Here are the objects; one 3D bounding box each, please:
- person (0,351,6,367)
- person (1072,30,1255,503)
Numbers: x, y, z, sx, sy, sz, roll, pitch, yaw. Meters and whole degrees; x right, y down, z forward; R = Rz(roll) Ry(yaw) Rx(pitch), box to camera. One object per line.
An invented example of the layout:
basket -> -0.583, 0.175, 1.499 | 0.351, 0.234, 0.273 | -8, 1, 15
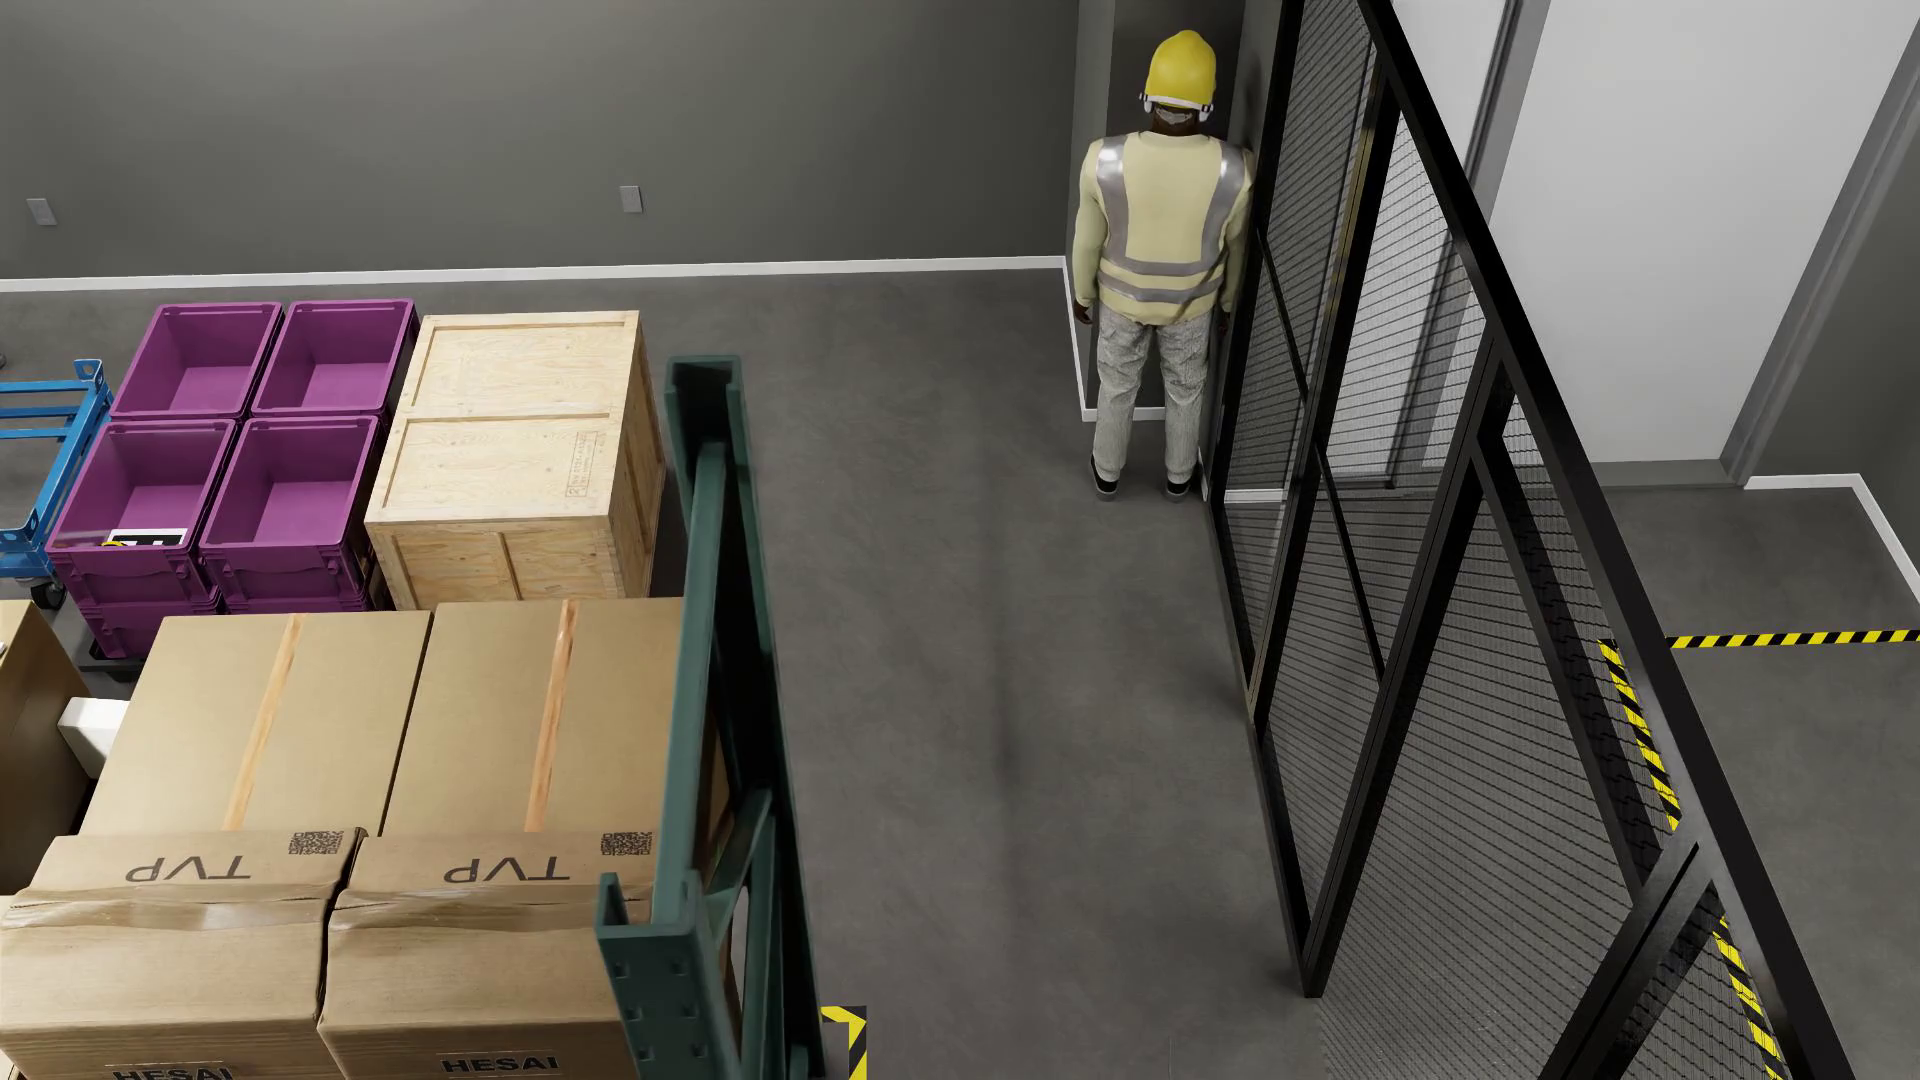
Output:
person -> -4.023, -1.273, 5.972 | 0.355, 1.938, 0.634 | -3, 46, -3
person -> 0.677, -0.868, 5.658 | 0.600, 1.829, 0.404 | 4, 46, 4
